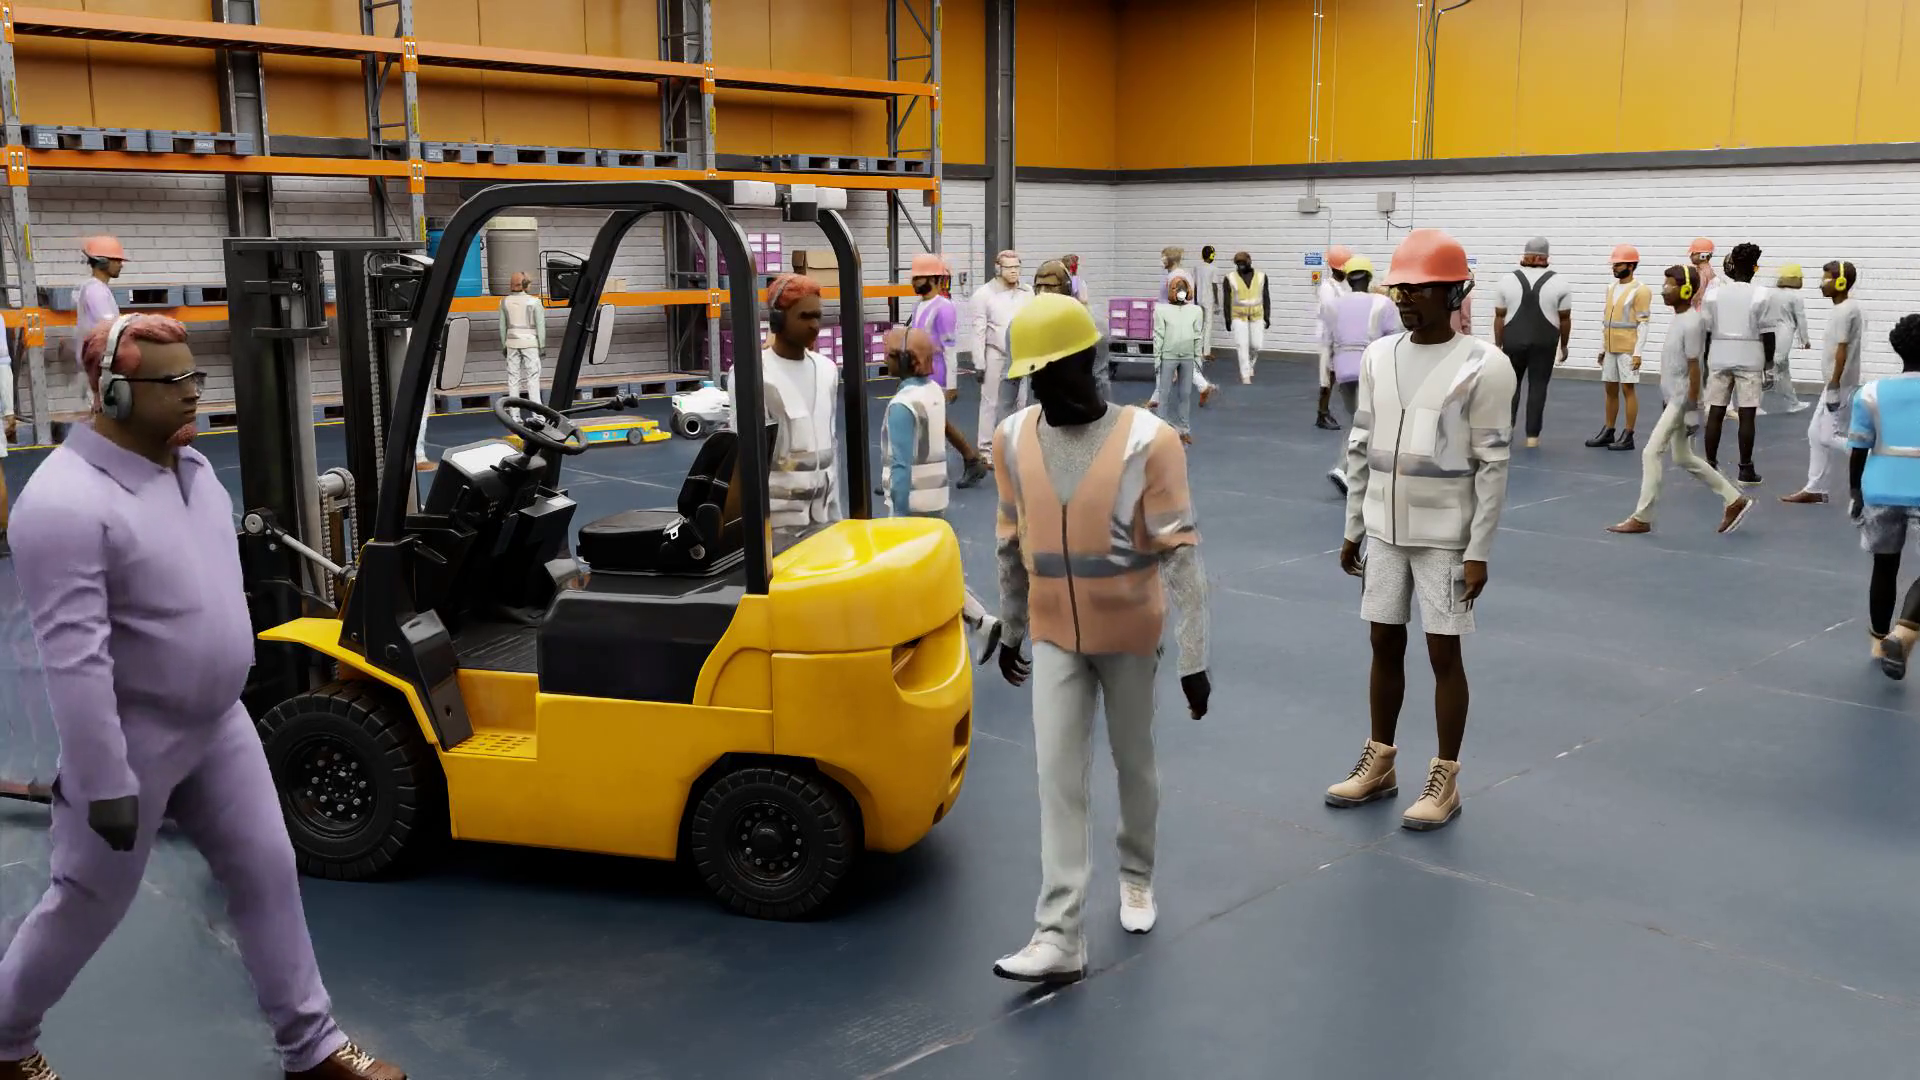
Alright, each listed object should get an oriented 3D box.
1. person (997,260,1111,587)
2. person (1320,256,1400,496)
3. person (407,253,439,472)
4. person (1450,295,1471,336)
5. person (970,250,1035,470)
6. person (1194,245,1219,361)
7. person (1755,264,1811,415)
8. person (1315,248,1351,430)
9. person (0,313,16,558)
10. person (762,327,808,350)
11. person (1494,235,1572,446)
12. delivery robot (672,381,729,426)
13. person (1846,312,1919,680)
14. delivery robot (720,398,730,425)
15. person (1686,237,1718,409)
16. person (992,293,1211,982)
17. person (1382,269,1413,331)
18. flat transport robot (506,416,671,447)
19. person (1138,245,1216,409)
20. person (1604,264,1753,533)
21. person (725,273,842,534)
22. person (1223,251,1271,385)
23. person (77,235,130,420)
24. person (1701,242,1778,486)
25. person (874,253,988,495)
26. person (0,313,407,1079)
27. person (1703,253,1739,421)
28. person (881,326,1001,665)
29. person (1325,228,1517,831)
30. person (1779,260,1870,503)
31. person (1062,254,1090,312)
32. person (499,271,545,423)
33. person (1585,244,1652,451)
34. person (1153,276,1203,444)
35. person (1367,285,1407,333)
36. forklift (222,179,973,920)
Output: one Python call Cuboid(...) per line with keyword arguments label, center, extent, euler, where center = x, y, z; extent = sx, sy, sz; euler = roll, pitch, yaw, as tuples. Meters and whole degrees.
Cuboid(label="person", center=(0.538, -0.681, 9.712), extent=(0.650, 1.882, 1.039), euler=(6, 12, 28))
Cuboid(label="person", center=(3.114, -1.284, 13.030), extent=(0.676, 1.867, 0.910), euler=(7, 13, 35))
Cuboid(label="person", center=(-4.802, -1.480, 14.081), extent=(0.641, 1.886, 0.750), euler=(8, 13, 38))
Cuboid(label="person", center=(5.310, -2.164, 18.227), extent=(0.536, 1.724, 0.925), euler=(6, 12, 32))
Cuboid(label="person", center=(0.410, -1.550, 14.410), extent=(0.638, 1.898, 0.397), euler=(-5, 11, -25))
Cuboid(label="person", center=(3.986, -3.833, 26.975), extent=(0.318, 1.854, 0.502), euler=(-8, 13, -36))
Cuboid(label="person", center=(9.298, -2.255, 18.785), extent=(0.904, 1.696, 0.479), euler=(-2, 11, -10))
Cuboid(label="person", center=(3.937, -2.099, 17.424), extent=(0.390, 1.895, 0.746), euler=(5, 11, 25))
Cuboid(label="person", center=(-6.198, -0.836, 10.385), extent=(0.545, 1.938, 0.362), euler=(-4, 11, -19))
Cuboid(label="person", center=(-1.320, -1.109, 12.684), extent=(0.308, 1.641, 0.511), euler=(-8, 13, -37))
Cuboid(label="person", center=(5.525, -1.927, 16.050), extent=(0.695, 2.000, 0.606), euler=(5, 11, 24))
Cuboid(label="delivery robot", center=(-2.516, -1.354, 16.724), extent=(0.707, 0.478, 0.477), euler=(-4, 11, -21))
Cuboid(label="person", center=(4.330, -0.203, 7.614), extent=(0.698, 1.679, 0.548), euler=(-10, 14, -42))
Cuboid(label="delivery robot", center=(-2.035, -1.325, 16.553), extent=(0.477, 0.478, 0.707), euler=(10, 15, 43))
Cuboid(label="person", center=(8.632, -2.531, 19.466), extent=(0.376, 1.997, 0.612), euler=(4, 11, 21))
Cuboid(label="person", center=(0.366, 0.265, 4.578), extent=(0.688, 1.856, 0.925), euler=(5, 12, 26))
Cuboid(label="person", center=(5.638, -2.804, 21.039), extent=(0.637, 1.954, 0.913), euler=(4, 11, 21))
Cuboid(label="flat transport robot", center=(-3.583, -1.047, 16.082), extent=(1.431, 0.197, 0.652), euler=(-8, 13, -39))
Cuboid(label="person", center=(2.529, -2.447, 19.246), extent=(0.819, 1.917, 0.634), euler=(2, 11, 9))
Cuboid(label="person", center=(4.912, -0.932, 11.205), extent=(0.888, 1.840, 0.526), euler=(2, 11, 13))
Cuboid(label="person", center=(-0.656, -0.084, 6.447), extent=(0.364, 1.883, 0.579), euler=(7, 13, 35))
Cuboid(label="person", center=(3.910, -3.039, 22.764), extent=(0.643, 1.810, 0.597), euler=(0, 10, -1))
Cuboid(label="person", center=(-6.791, -1.420, 13.352), extent=(0.700, 2.016, 0.623), euler=(-4, 11, -22))
Cuboid(label="person", center=(6.309, -1.424, 13.510), extent=(0.600, 1.967, 0.368), euler=(10, 14, 42))
Cuboid(label="person", center=(-0.195, -1.307, 13.095), extent=(0.991, 1.901, 0.555), euler=(-5, 11, -24))
Cuboid(label="person", center=(-1.868, 0.419, 3.765), extent=(0.984, 1.864, 0.662), euler=(1, 10, 7))
Cuboid(label="person", center=(8.440, -2.229, 18.248), extent=(0.624, 1.844, 0.429), euler=(-6, 12, -30))
Cuboid(label="person", center=(-0.148, -0.152, 7.497), extent=(0.569, 1.620, 0.529), euler=(4, 11, 20))
Cuboid(label="person", center=(1.567, -0.032, 5.713), extent=(0.371, 2.044, 0.608), euler=(-9, 14, -40))
Cuboid(label="person", center=(6.599, -1.151, 12.365), extent=(0.710, 1.848, 0.535), euler=(5, 11, 25))
Cuboid(label="person", center=(1.330, -2.629, 20.564), extent=(0.978, 1.801, 0.573), euler=(-8, 13, -38))
Cuboid(label="person", center=(-4.686, -2.052, 17.836), extent=(0.514, 1.636, 0.315), euler=(2, 11, 12))
Cuboid(label="person", center=(6.232, -1.812, 15.703), extent=(0.370, 1.939, 0.543), euler=(-3, 11, -18))
Cuboid(label="person", center=(2.116, -1.742, 16.154), extent=(0.502, 1.633, 0.280), euler=(-2, 11, -13))
Cuboid(label="person", center=(3.471, -1.316, 13.884), extent=(0.518, 1.606, 0.706), euler=(4, 11, 20))
Cuboid(label="forklift", center=(-1.114, -0.058, 5.440), extent=(2.313, 2.155, 1.214), euler=(2, 11, 13))
